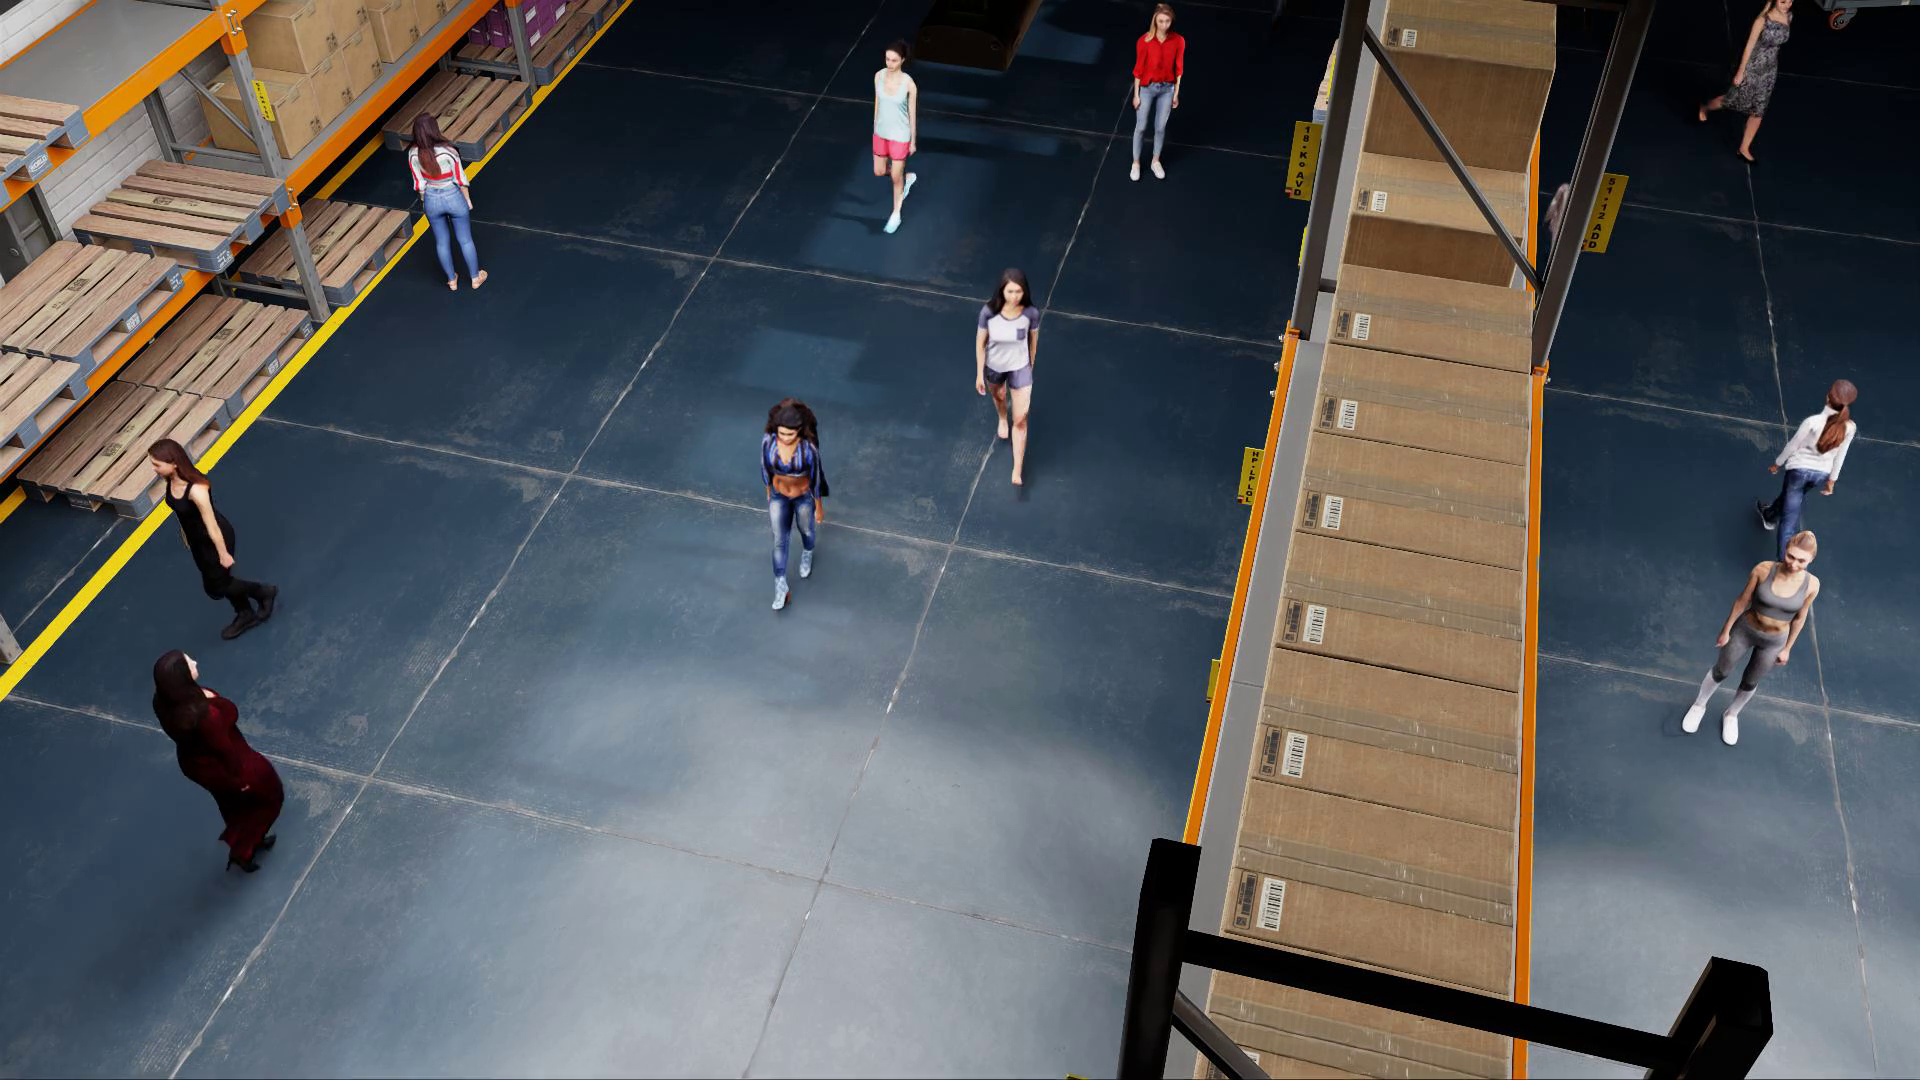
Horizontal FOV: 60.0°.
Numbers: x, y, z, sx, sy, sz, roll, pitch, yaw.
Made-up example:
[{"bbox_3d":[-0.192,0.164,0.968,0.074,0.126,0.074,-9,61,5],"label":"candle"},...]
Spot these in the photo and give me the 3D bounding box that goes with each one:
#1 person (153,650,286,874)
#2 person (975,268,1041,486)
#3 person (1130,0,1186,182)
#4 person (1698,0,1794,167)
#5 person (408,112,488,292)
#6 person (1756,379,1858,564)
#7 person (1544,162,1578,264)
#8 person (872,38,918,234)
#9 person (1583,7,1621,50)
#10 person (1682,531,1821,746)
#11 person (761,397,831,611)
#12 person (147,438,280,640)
[{"bbox_3d":[-4.256,1.330,9.423,0.788,1.744,0.817,24,49,23],"label":"person"},{"bbox_3d":[0.347,-1.324,12.271,0.762,1.657,1.180,2,44,3],"label":"person"},{"bbox_3d":[1.785,-4.082,15.133,0.678,1.703,0.634,-3,44,-4],"label":"person"},{"bbox_3d":[7.332,-4.395,15.484,0.960,1.673,1.155,-13,45,-13],"label":"person"},{"bbox_3d":[-4.303,-2.822,13.877,0.657,1.612,0.622,-3,44,-4],"label":"person"},{"bbox_3d":[5.801,-0.379,11.386,0.686,1.510,1.151,3,44,3],"label":"person"},{"bbox_3d":[5.092,-2.624,13.990,0.505,1.169,0.834,9,44,10],"label":"person"},{"bbox_3d":[-0.538,-3.570,14.559,0.700,1.754,0.898,21,47,20],"label":"person"},{"bbox_3d":[6.781,-5.880,16.919,1.058,1.843,1.054,-28,50,-26],"label":"person"},{"bbox_3d":[4.908,0.594,10.229,0.596,1.697,0.550,17,46,17],"label":"person"},{"bbox_3d":[-1.103,-0.332,11.272,0.685,1.599,0.878,7,44,7],"label":"person"},{"bbox_3d":[-4.847,-0.031,10.900,0.744,1.677,0.811,30,51,28],"label":"person"}]
